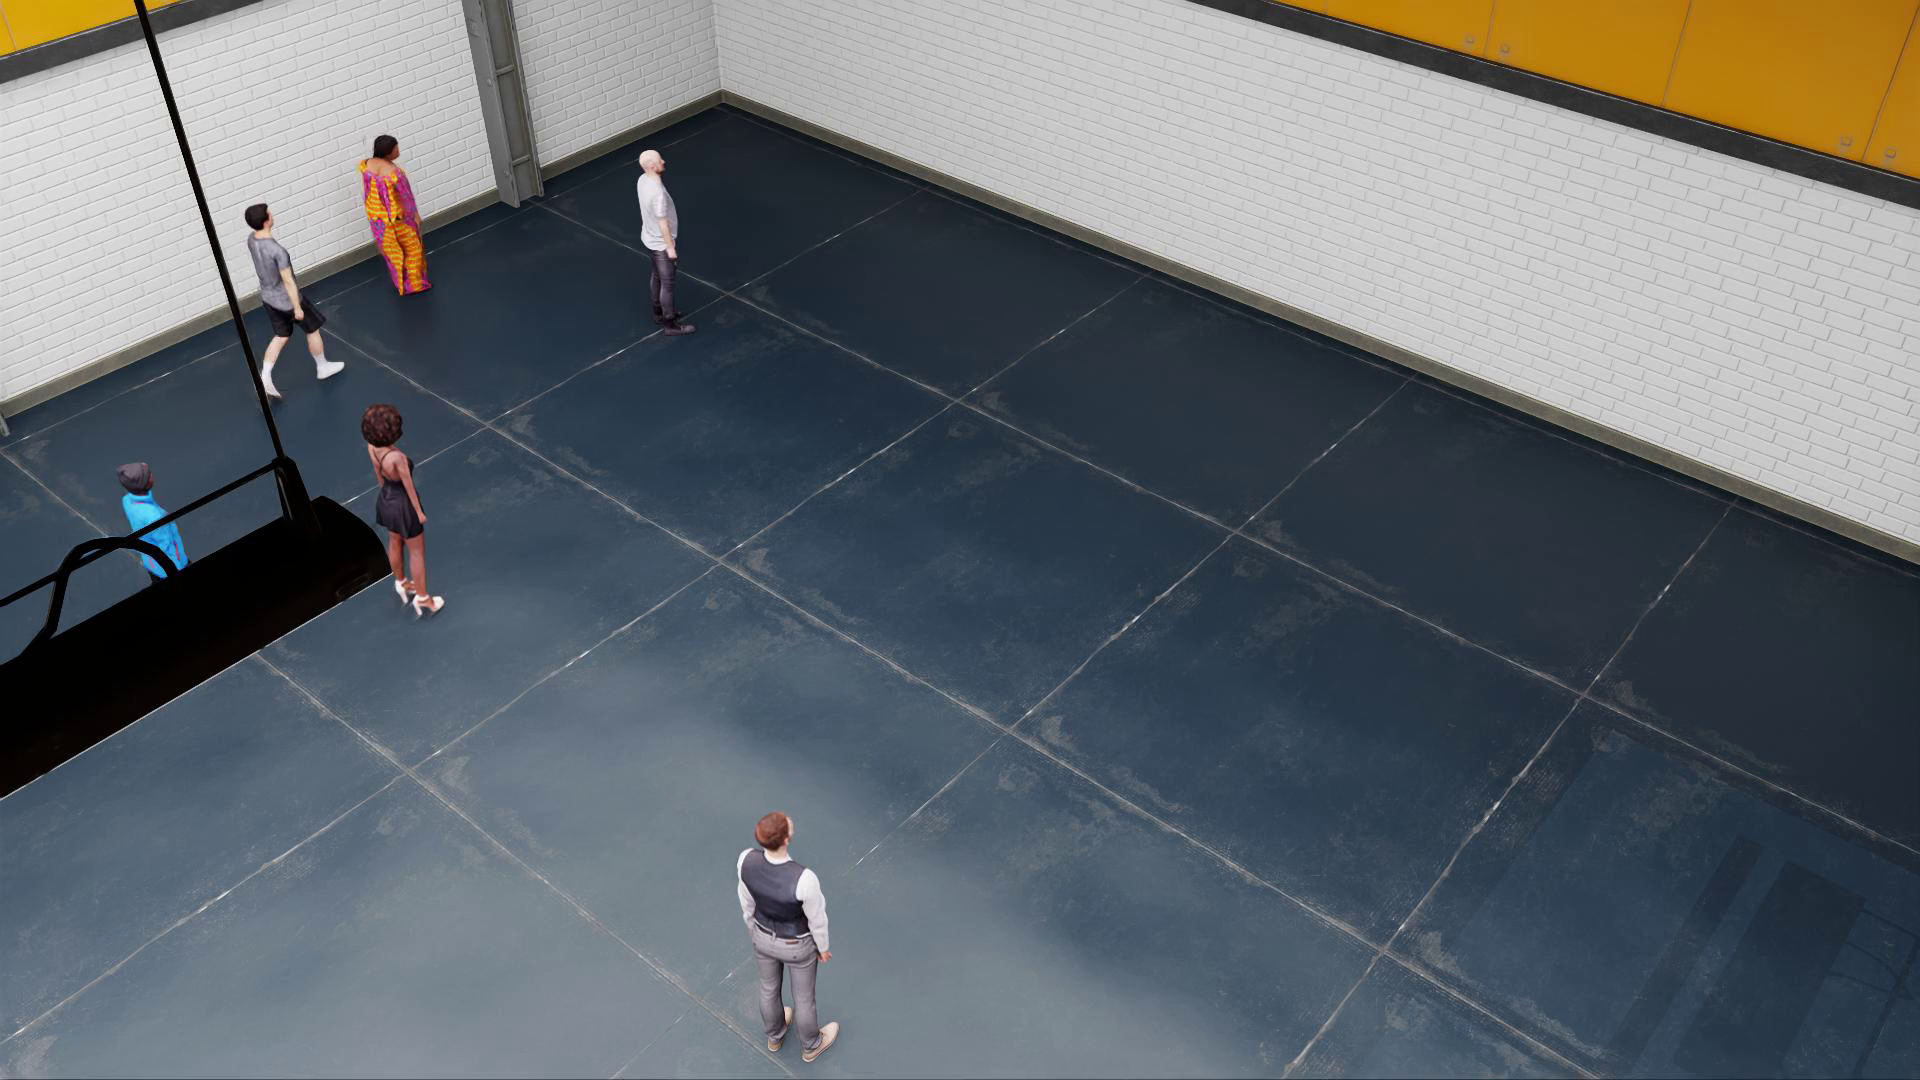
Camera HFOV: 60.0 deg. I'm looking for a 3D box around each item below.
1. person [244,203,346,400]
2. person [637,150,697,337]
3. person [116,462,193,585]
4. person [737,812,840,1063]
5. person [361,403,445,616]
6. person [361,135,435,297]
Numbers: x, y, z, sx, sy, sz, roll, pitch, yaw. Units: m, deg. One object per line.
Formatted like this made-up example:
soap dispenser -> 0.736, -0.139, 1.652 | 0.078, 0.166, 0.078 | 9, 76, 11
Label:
person -> -6.088, -2.103, 14.754 | 0.731, 1.847, 1.138 | 23, 44, 26
person -> -2.833, -2.813, 15.656 | 0.747, 1.831, 0.751 | -16, 41, -19
person -> -5.754, 0.231, 11.891 | 0.613, 1.773, 1.079 | 27, 46, 30
person -> -0.980, 2.207, 9.283 | 0.726, 1.939, 0.664 | 15, 41, 18
person -> -4.195, -0.220, 12.449 | 0.589, 1.782, 0.567 | 25, 45, 28
person -> -5.593, -3.232, 16.325 | 0.804, 1.650, 0.839 | 0, 39, 0
